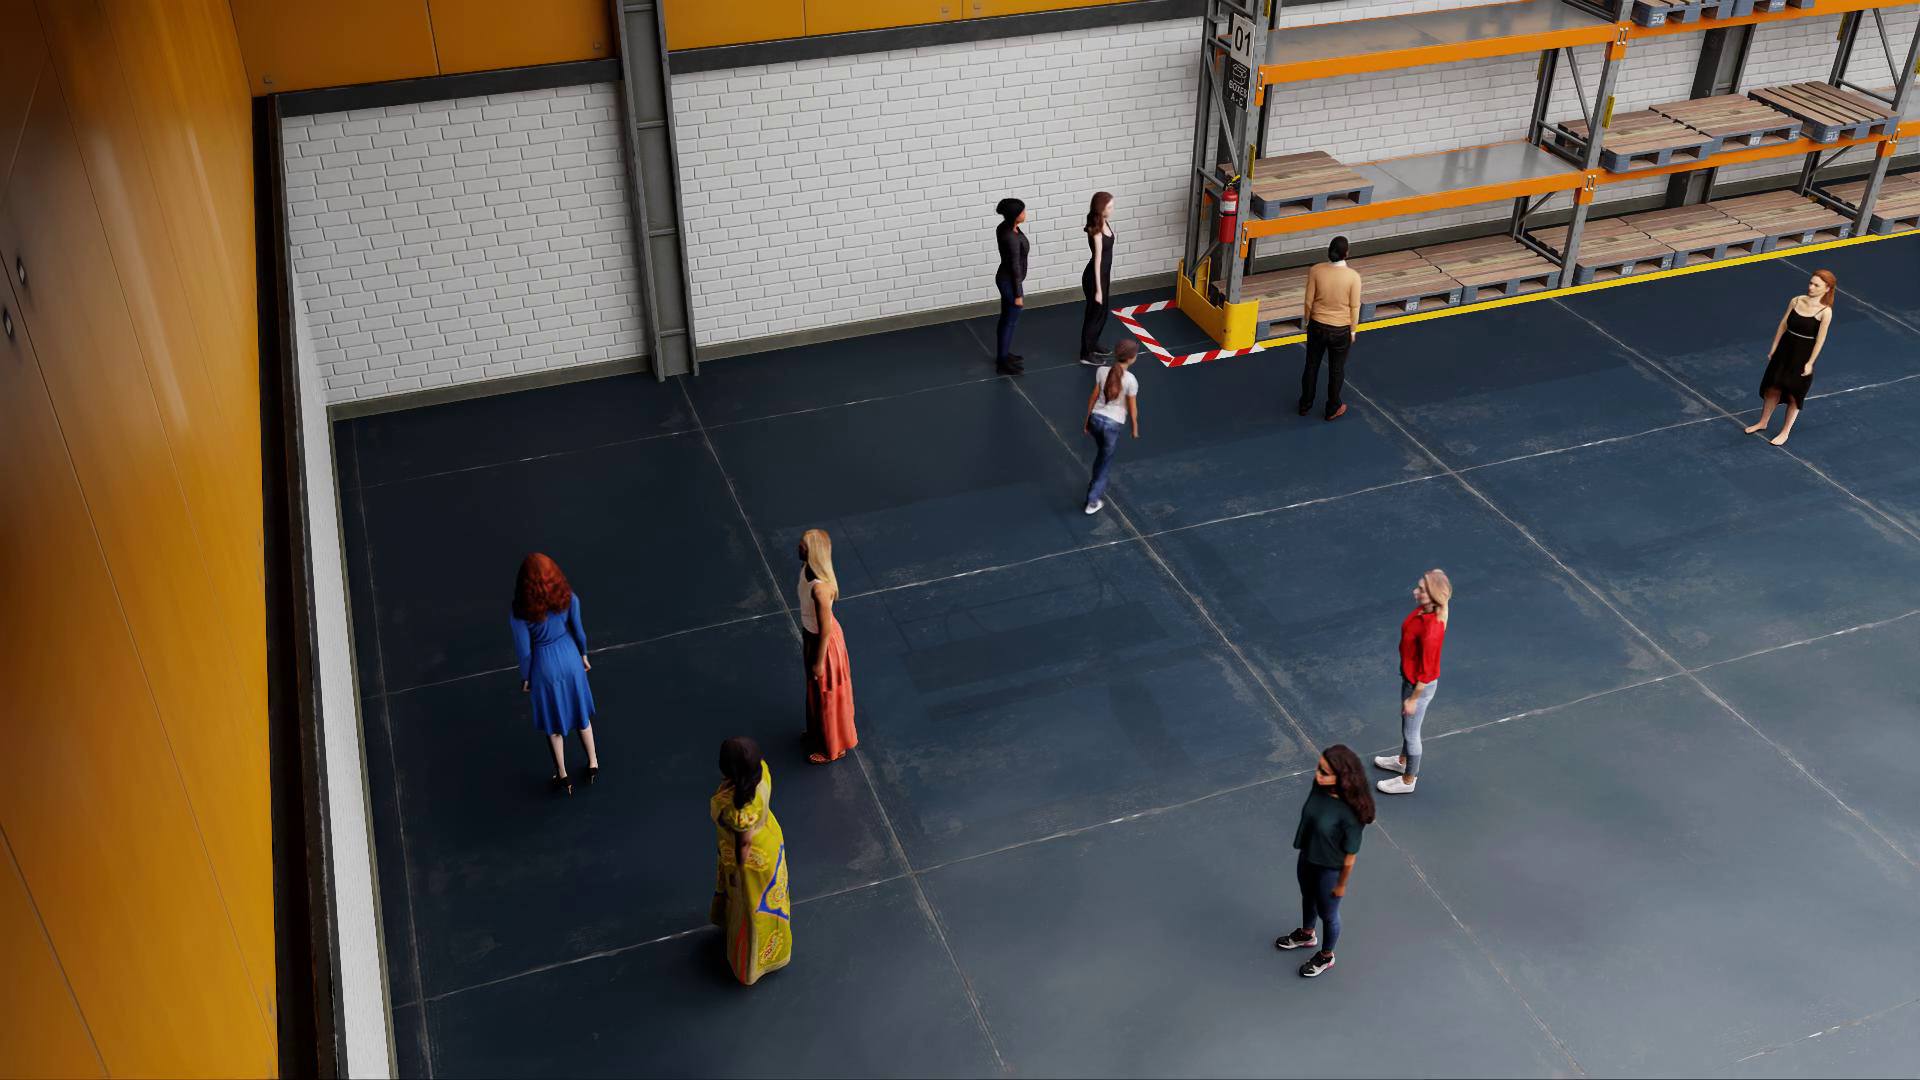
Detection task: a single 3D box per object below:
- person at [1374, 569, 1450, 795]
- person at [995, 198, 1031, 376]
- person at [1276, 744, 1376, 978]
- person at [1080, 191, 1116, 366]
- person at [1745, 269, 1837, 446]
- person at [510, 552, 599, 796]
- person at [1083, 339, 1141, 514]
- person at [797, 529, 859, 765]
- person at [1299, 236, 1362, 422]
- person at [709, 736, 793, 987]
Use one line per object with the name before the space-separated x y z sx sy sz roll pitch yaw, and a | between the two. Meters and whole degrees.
person | 2.952 0.912 10.741 0.677 1.704 0.688 5 34 8
person | 0.460 -2.392 15.673 0.600 1.748 0.655 -5 34 -7
person | 2.084 1.816 9.465 0.586 1.612 0.598 -13 36 -19
person | 1.292 -2.499 15.838 0.699 1.742 0.674 8 34 12
person | 7.356 -1.622 14.624 0.642 1.625 0.621 -21 39 -28
person | -2.603 0.870 10.692 0.573 1.827 0.720 -19 38 -26
person | 1.182 -0.917 13.655 0.719 1.524 0.784 16 37 22
person | -0.909 0.691 10.984 0.602 1.803 0.652 -7 34 -11
person | 3.318 -1.904 14.932 0.752 1.754 0.806 16 37 22
person | -1.198 1.767 9.493 0.944 1.661 0.970 1 34 2
